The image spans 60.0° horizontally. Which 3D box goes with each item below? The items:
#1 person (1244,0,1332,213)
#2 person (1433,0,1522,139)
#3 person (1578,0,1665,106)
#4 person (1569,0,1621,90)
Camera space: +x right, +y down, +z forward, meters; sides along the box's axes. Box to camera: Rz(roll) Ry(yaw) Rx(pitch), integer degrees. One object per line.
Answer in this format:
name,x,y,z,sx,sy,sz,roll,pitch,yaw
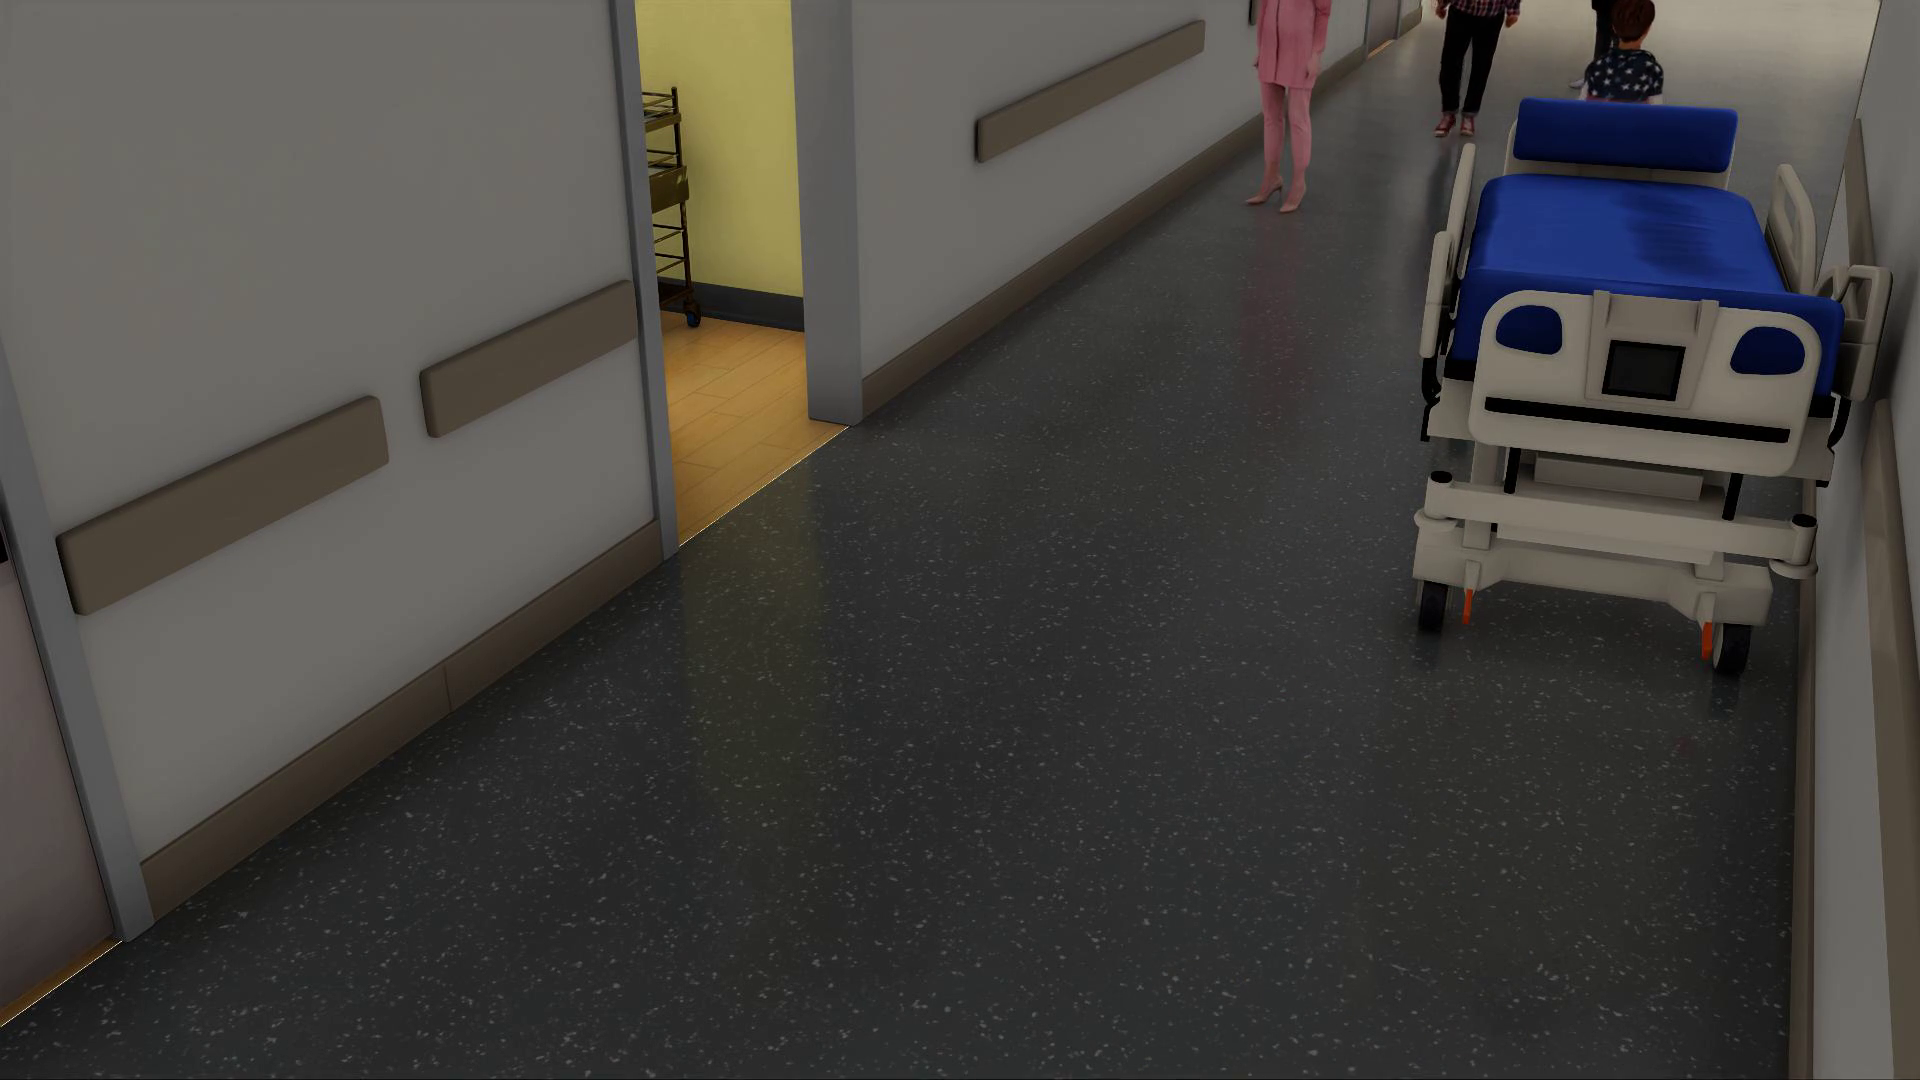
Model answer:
person,1.882,-2.775,9.415,0.751,1.801,0.613,-19,32,-34
person,3.520,-3.638,11.267,0.629,1.749,0.795,9,27,18
person,3.079,-1.825,7.901,0.890,1.405,0.729,20,32,35
person,5.006,-4.288,12.600,0.748,1.761,0.731,-4,26,-8
